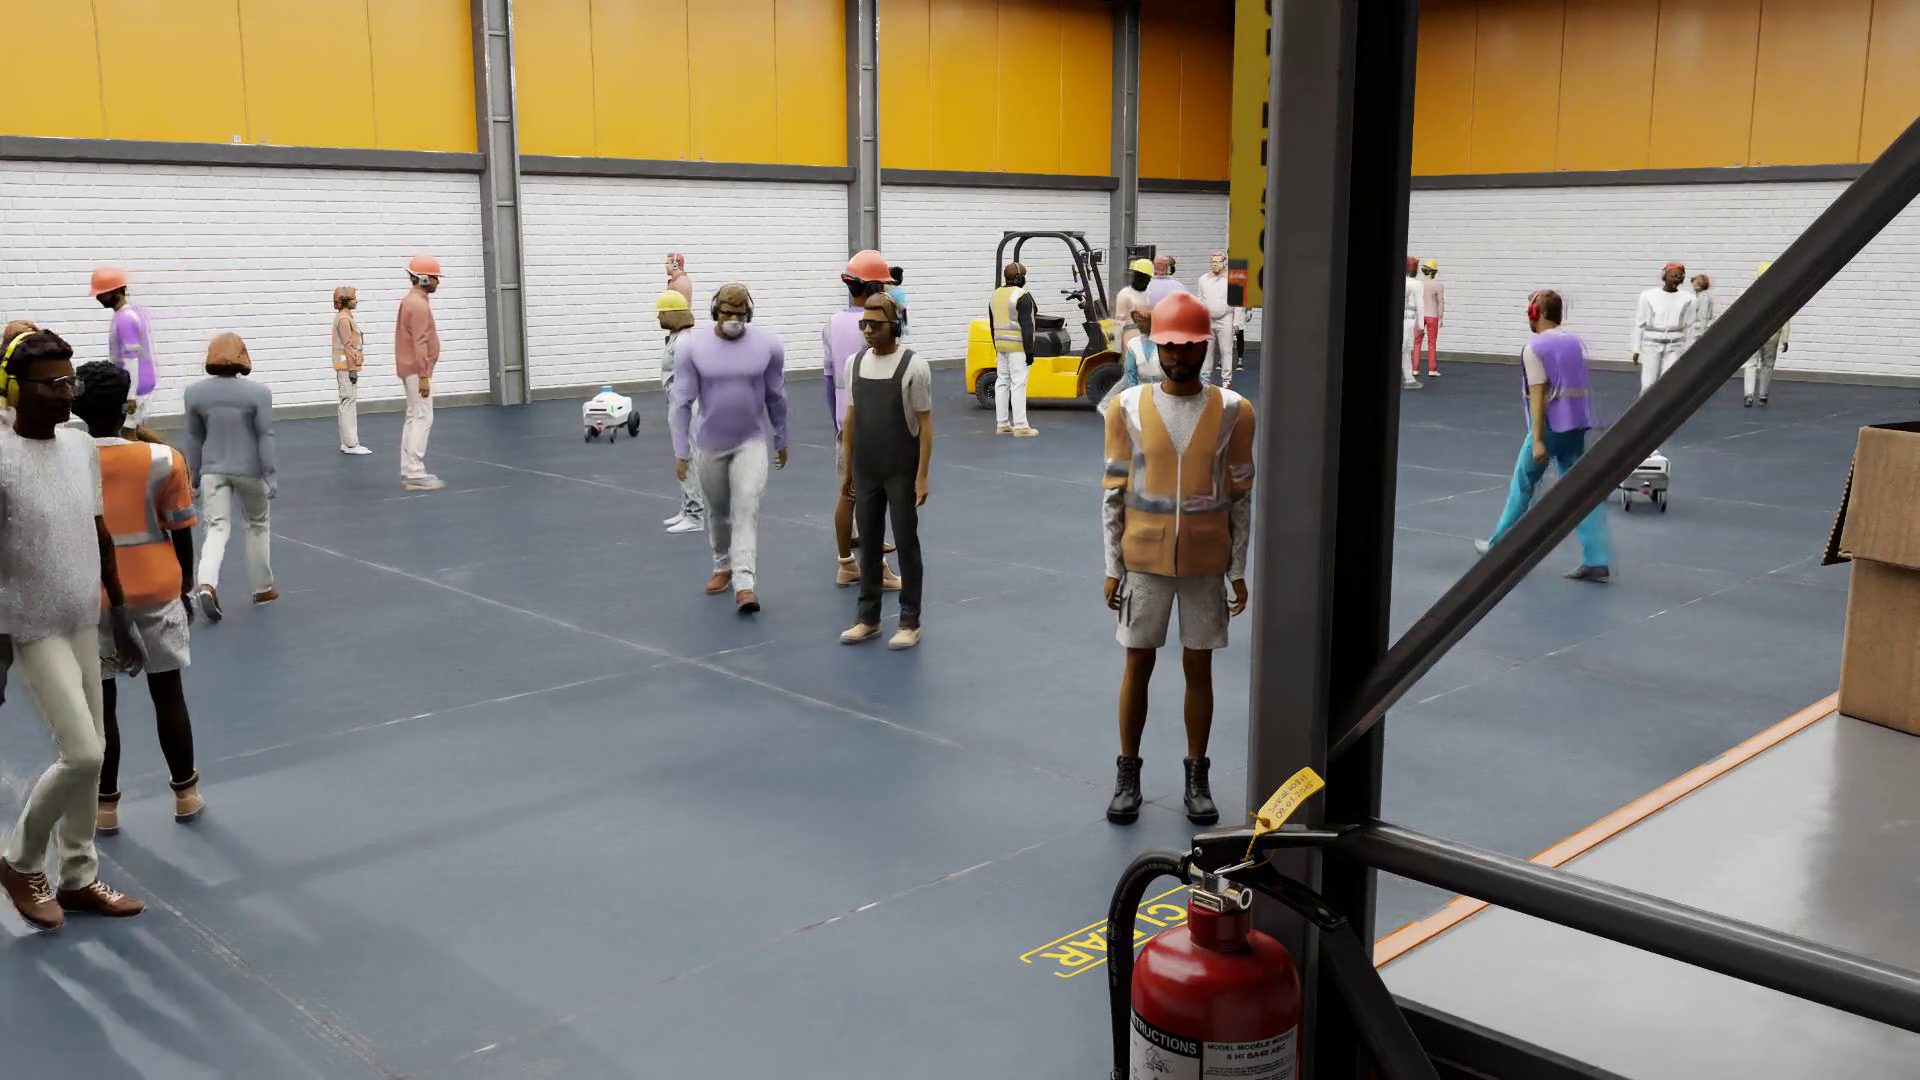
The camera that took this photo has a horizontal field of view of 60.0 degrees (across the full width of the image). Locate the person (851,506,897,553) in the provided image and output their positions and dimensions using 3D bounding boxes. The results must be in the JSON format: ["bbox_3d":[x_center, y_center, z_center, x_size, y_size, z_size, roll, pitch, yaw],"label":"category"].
[{"bbox_3d":[-0.626,-0.830,11.180,0.324,1.863,0.502,-10,15,-44],"label":"person"}]

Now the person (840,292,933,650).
[{"bbox_3d":[-0.389,-0.352,8.598,0.515,1.842,0.328,6,12,28],"label":"person"}]

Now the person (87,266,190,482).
[{"bbox_3d":[-6.553,-1.242,13.310,0.655,1.894,0.633,-5,11,-25],"label":"person"}]

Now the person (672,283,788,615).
[{"bbox_3d":[-1.311,-0.532,9.540,0.658,1.869,1.056,-2,11,-10],"label":"person"}]

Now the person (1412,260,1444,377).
[{"bbox_3d":[7.078,-3.354,25.210,0.524,1.759,0.337,8,13,36],"label":"person"}]

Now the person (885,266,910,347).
[{"bbox_3d":[-0.935,-3.099,24.024,0.363,1.688,0.544,-6,12,-29],"label":"person"}]

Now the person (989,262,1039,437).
[{"bbox_3d":[0.585,-2.024,17.725,0.429,1.845,0.621,-8,13,-36],"label":"person"}]

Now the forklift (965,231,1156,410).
[{"bbox_3d":[1.222,-2.721,20.561,2.313,2.155,1.214,2,11,13],"label":"forklift"}]

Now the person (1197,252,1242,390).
[{"bbox_3d":[3.520,-2.978,22.750,0.644,1.907,0.399,6,12,28],"label":"person"}]

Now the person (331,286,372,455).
[{"bbox_3d":[-5.974,-1.655,16.258,0.309,1.641,0.513,-5,11,-25],"label":"person"}]

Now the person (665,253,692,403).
[{"bbox_3d":[-3.603,-2.692,21.183,0.406,1.911,0.638,-1,10,-7],"label":"person"}]

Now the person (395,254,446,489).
[{"bbox_3d":[-4.559,-1.429,14.129,0.451,1.973,0.614,-5,11,-24],"label":"person"}]

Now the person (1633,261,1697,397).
[{"bbox_3d":[7.477,-2.027,17.703,0.605,1.868,0.603,3,11,15],"label":"person"}]

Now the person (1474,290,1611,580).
[{"bbox_3d":[3.681,-0.655,10.412,0.603,1.789,0.988,-7,13,-34],"label":"person"}]

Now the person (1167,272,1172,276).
[{"bbox_3d":[2.757,-2.950,22.981,0.310,1.768,0.533,-3,11,-14],"label":"person"}]

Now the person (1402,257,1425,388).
[{"bbox_3d":[6.072,-2.980,22.960,0.954,1.845,0.587,-6,12,-29],"label":"person"}]

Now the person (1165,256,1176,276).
[{"bbox_3d":[2.907,-3.082,23.492,0.429,1.845,0.621,-4,11,-22],"label":"person"}]

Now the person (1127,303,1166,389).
[{"bbox_3d":[1.604,-1.110,13.424,0.544,1.584,0.734,9,14,41],"label":"person"}]

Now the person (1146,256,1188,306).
[{"bbox_3d":[2.321,-2.327,19.248,0.659,1.895,0.396,0,10,1],"label":"person"}]

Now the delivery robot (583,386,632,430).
[{"bbox_3d":[-3.685,-1.368,17.400,0.477,0.478,0.707,1,10,5],"label":"delivery robot"}]

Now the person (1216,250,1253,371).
[{"bbox_3d":[4.323,-3.660,26.303,0.616,1.964,0.361,4,11,19],"label":"person"}]

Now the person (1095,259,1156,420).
[{"bbox_3d":[1.871,-2.194,18.562,0.842,1.885,0.589,6,12,30],"label":"person"}]

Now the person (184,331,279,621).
[{"bbox_3d":[-4.112,-0.367,9.357,0.503,1.602,0.772,-1,10,-5],"label":"person"}]

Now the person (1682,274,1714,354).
[{"bbox_3d":[9.864,-2.739,22.233,0.575,1.603,0.548,1,10,5],"label":"person"}]

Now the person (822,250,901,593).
[{"bbox_3d":[-0.552,-0.701,9.962,0.607,2.044,0.378,10,14,43],"label":"person"}]

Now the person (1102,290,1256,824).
[{"bbox_3d":[0.784,0.076,6.011,0.547,1.938,0.377,1,10,6],"label":"person"}]

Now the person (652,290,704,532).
[{"bbox_3d":[-2.043,-0.928,12.022,0.324,1.740,0.492,-2,11,-13],"label":"person"}]

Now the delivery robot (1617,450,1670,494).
[{"bbox_3d":[5.357,-0.588,13.147,0.477,0.478,0.707,2,11,9],"label":"delivery robot"}]

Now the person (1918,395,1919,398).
[{"bbox_3d":[12.853,-2.758,21.625,0.685,1.875,0.688,-7,13,-35],"label":"person"}]

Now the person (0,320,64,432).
[{"bbox_3d":[-5.575,-0.503,9.993,0.284,1.633,0.501,4,11,22],"label":"person"}]

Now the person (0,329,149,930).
[{"bbox_3d":[-2.727,0.288,5.103,0.382,1.854,0.517,2,10,8],"label":"person"}]

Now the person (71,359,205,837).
[{"bbox_3d":[-3.000,0.207,5.943,0.538,1.698,0.319,-6,12,-30],"label":"person"}]

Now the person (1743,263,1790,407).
[{"bbox_3d":[10.009,-2.557,20.751,0.608,1.801,0.838,4,11,22],"label":"person"}]
